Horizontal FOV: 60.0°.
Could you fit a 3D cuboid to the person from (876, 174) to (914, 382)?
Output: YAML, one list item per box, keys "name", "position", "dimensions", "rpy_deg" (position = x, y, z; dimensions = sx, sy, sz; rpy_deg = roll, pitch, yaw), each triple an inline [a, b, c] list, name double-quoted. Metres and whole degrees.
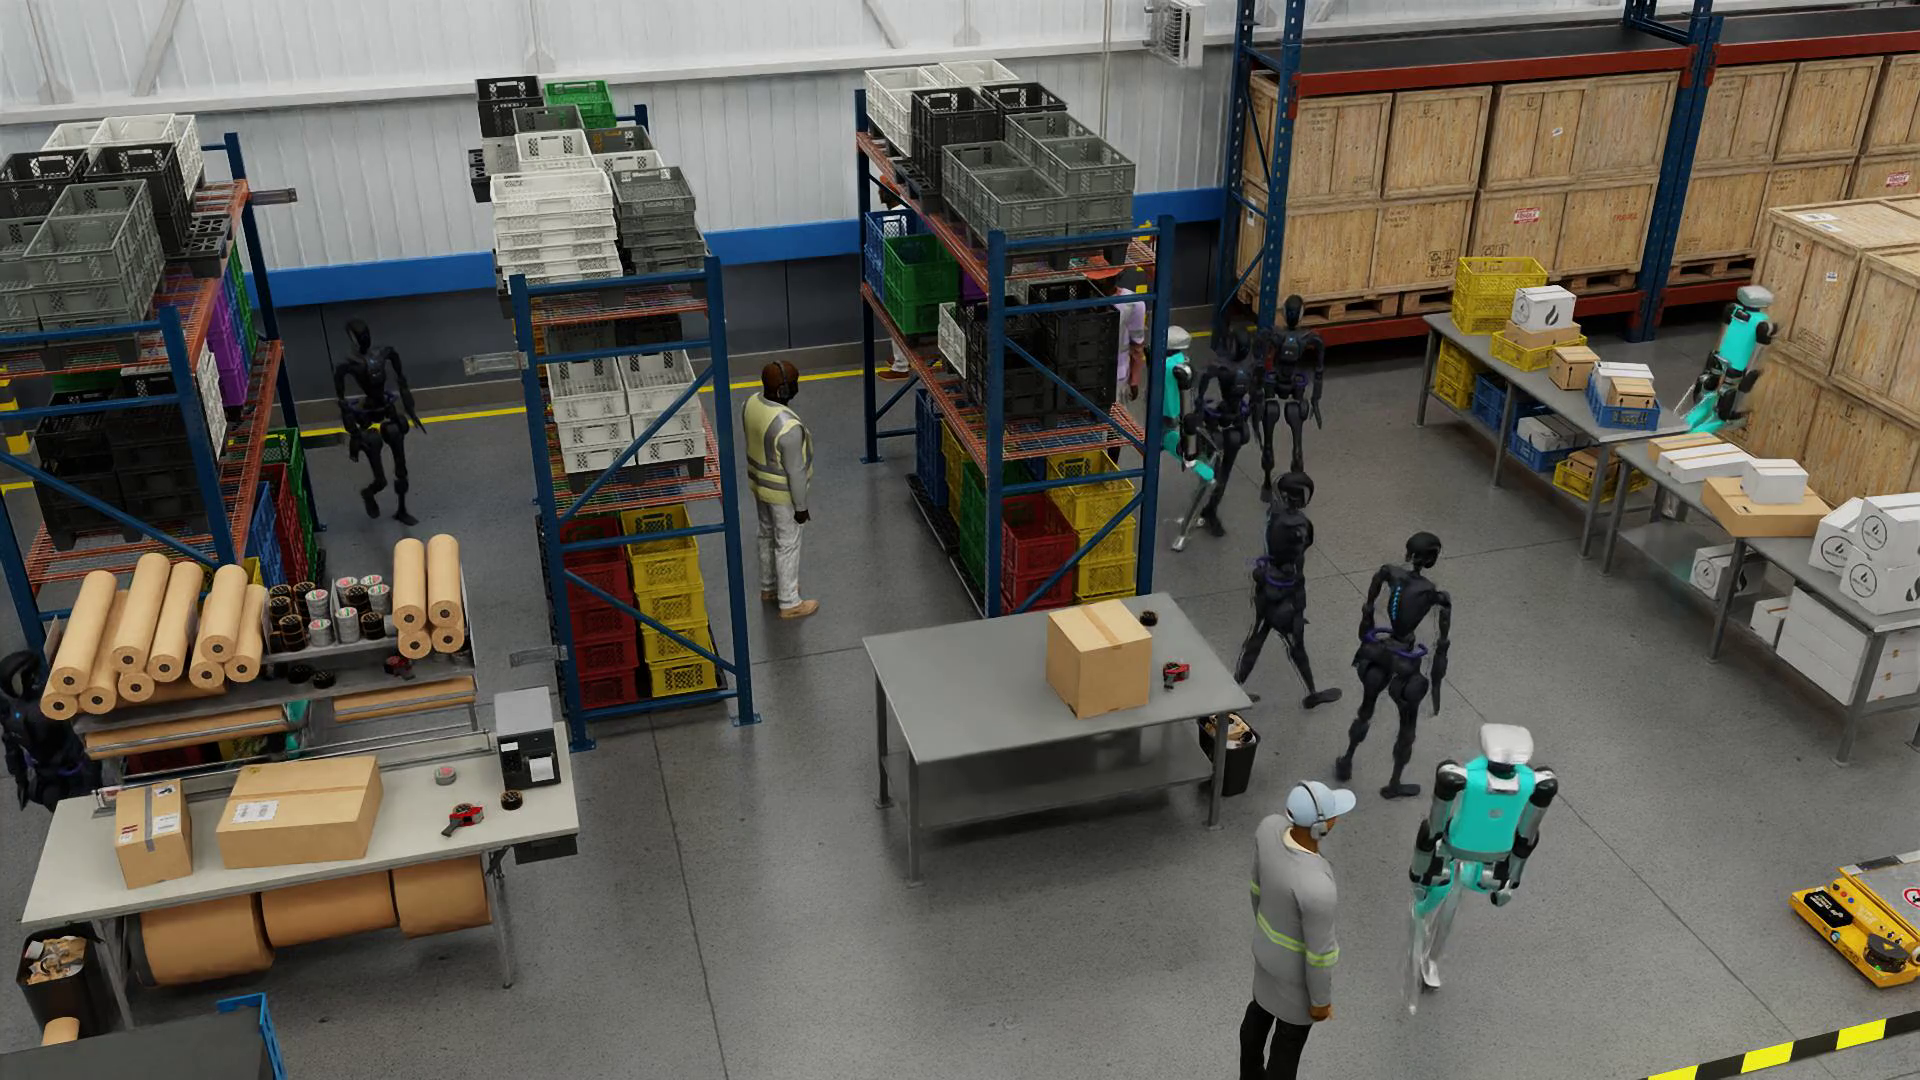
- name: "person"
  position: [-0.565, -2.319, 14.704]
  dimensions: [0.338, 1.882, 0.580]
  rpy_deg: [8, 30, 14]

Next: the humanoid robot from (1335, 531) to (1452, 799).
- name: "humanoid robot"
  position: [2.460, 0.707, 9.409]
  dimensions: [0.387, 1.639, 0.610]
  rpy_deg: [-23, 36, -35]

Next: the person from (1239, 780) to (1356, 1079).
- name: "person"
  position: [1.457, 1.807, 7.230]
  dimensions: [0.374, 1.852, 0.589]
  rpy_deg: [-9, 30, -16]

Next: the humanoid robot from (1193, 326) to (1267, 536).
- name: "humanoid robot"
  position: [1.944, -0.825, 12.212]
  dimensions: [0.614, 1.641, 0.424]
  rpy_deg: [-10, 30, -17]

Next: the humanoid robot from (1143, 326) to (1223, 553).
- name: "humanoid robot"
  position: [1.723, -0.754, 12.005]
  dimensions: [0.878, 1.770, 0.586]
  rpy_deg: [-13, 31, -22]

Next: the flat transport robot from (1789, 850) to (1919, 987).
- name: "flat transport robot"
  position: [5.163, 1.916, 8.676]
  dimensions: [1.431, 0.231, 0.659]
  rpy_deg: [-8, 30, -14]

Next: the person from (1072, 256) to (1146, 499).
- name: "person"
  position: [1.077, -1.262, 12.622]
  dimensions: [0.607, 2.040, 0.391]
  rpy_deg: [8, 30, 14]

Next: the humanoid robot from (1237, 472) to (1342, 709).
- name: "humanoid robot"
  position: [2.016, 0.307, 10.171]
  dimensions: [0.748, 1.632, 0.589]
  rpy_deg: [-4, 29, -8]

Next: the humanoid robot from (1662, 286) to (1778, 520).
- name: "humanoid robot"
  position: [5.520, -1.016, 12.479]
  dimensions: [0.870, 1.766, 0.601]
  rpy_deg: [-4, 29, -8]

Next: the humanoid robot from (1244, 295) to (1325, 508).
- name: "humanoid robot"
  position: [2.462, -1.063, 12.620]
  dimensions: [0.599, 1.650, 0.331]
  rpy_deg: [4, 29, 8]

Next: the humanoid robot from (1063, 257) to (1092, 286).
- name: "humanoid robot"
  position: [1.112, -2.363, 14.796]
  dimensions: [0.735, 1.678, 0.533]
  rpy_deg: [-23, 36, -35]

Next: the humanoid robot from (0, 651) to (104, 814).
- name: "humanoid robot"
  position: [-4.591, 1.257, 8.457]
  dimensions: [0.608, 1.620, 0.773]
  rpy_deg: [10, 30, 17]

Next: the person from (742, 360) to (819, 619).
- name: "person"
  position: [-1.190, -0.344, 11.168]
  dimensions: [0.431, 1.836, 0.616]
  rpy_deg: [-19, 34, -31]

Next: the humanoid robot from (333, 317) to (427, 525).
- name: "humanoid robot"
  position: [-4.306, -0.885, 12.315]
  dimensions: [0.413, 1.648, 0.604]
  rpy_deg: [23, 36, 35]

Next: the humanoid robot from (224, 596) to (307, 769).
- name: "humanoid robot"
  position: [-3.671, 1.123, 8.604]
  dimensions: [0.792, 1.790, 0.530]
  rpy_deg: [-5, 29, -9]

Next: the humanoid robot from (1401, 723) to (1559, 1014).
- name: "humanoid robot"
  position: [2.383, 1.498, 7.928]
  dimensions: [0.557, 1.790, 0.803]
  rpy_deg: [2, 29, 3]
